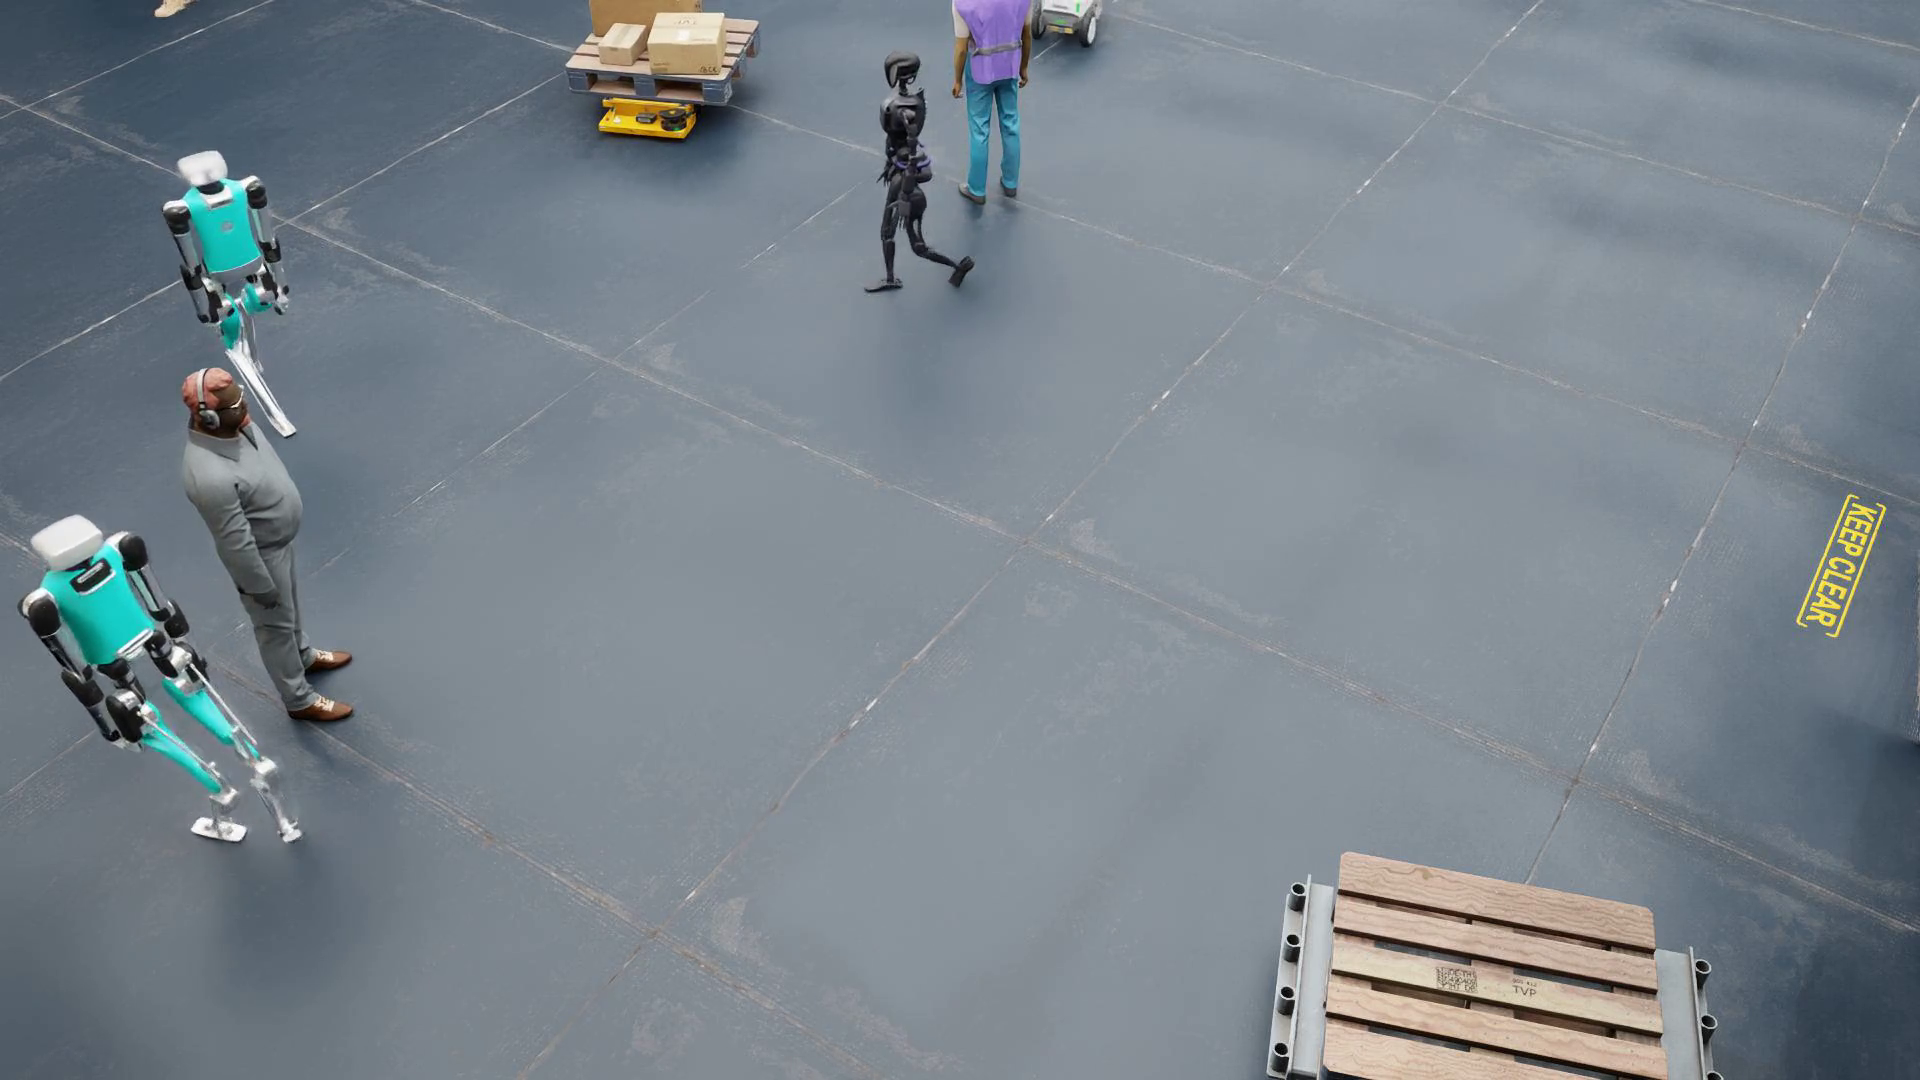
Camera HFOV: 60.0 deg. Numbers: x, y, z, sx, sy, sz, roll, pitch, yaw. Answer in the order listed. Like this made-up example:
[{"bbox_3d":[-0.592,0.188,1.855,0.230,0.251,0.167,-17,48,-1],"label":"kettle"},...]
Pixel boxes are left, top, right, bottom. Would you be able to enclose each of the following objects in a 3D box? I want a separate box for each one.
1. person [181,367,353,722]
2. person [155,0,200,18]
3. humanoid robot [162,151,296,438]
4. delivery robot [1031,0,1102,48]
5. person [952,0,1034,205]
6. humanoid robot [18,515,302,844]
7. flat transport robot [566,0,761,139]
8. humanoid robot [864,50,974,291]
[{"bbox_3d":[-3.138,0.017,7.533,0.403,1.909,0.642,-9,42,-9],"label":"person"},{"bbox_3d":[-6.550,-5.120,13.409,0.526,1.732,0.484,29,49,28],"label":"person"},{"bbox_3d":[-4.149,-1.486,9.347,0.542,1.757,0.968,-30,50,-29],"label":"humanoid robot"},{"bbox_3d":[0.902,-4.348,13.444,0.499,0.613,0.807,14,44,15],"label":"delivery robot"},{"bbox_3d":[0.214,-3.100,11.065,0.566,1.846,0.390,-16,44,-17],"label":"person"},{"bbox_3d":[-3.196,0.735,6.898,0.836,1.814,0.532,21,46,22],"label":"humanoid robot"},{"bbox_3d":[-2.211,-3.491,12.686,0.659,0.231,1.431,7,42,8],"label":"flat transport robot"},{"bbox_3d":[-0.265,-2.250,10.268,0.698,1.640,0.599,-9,43,-10],"label":"humanoid robot"}]
